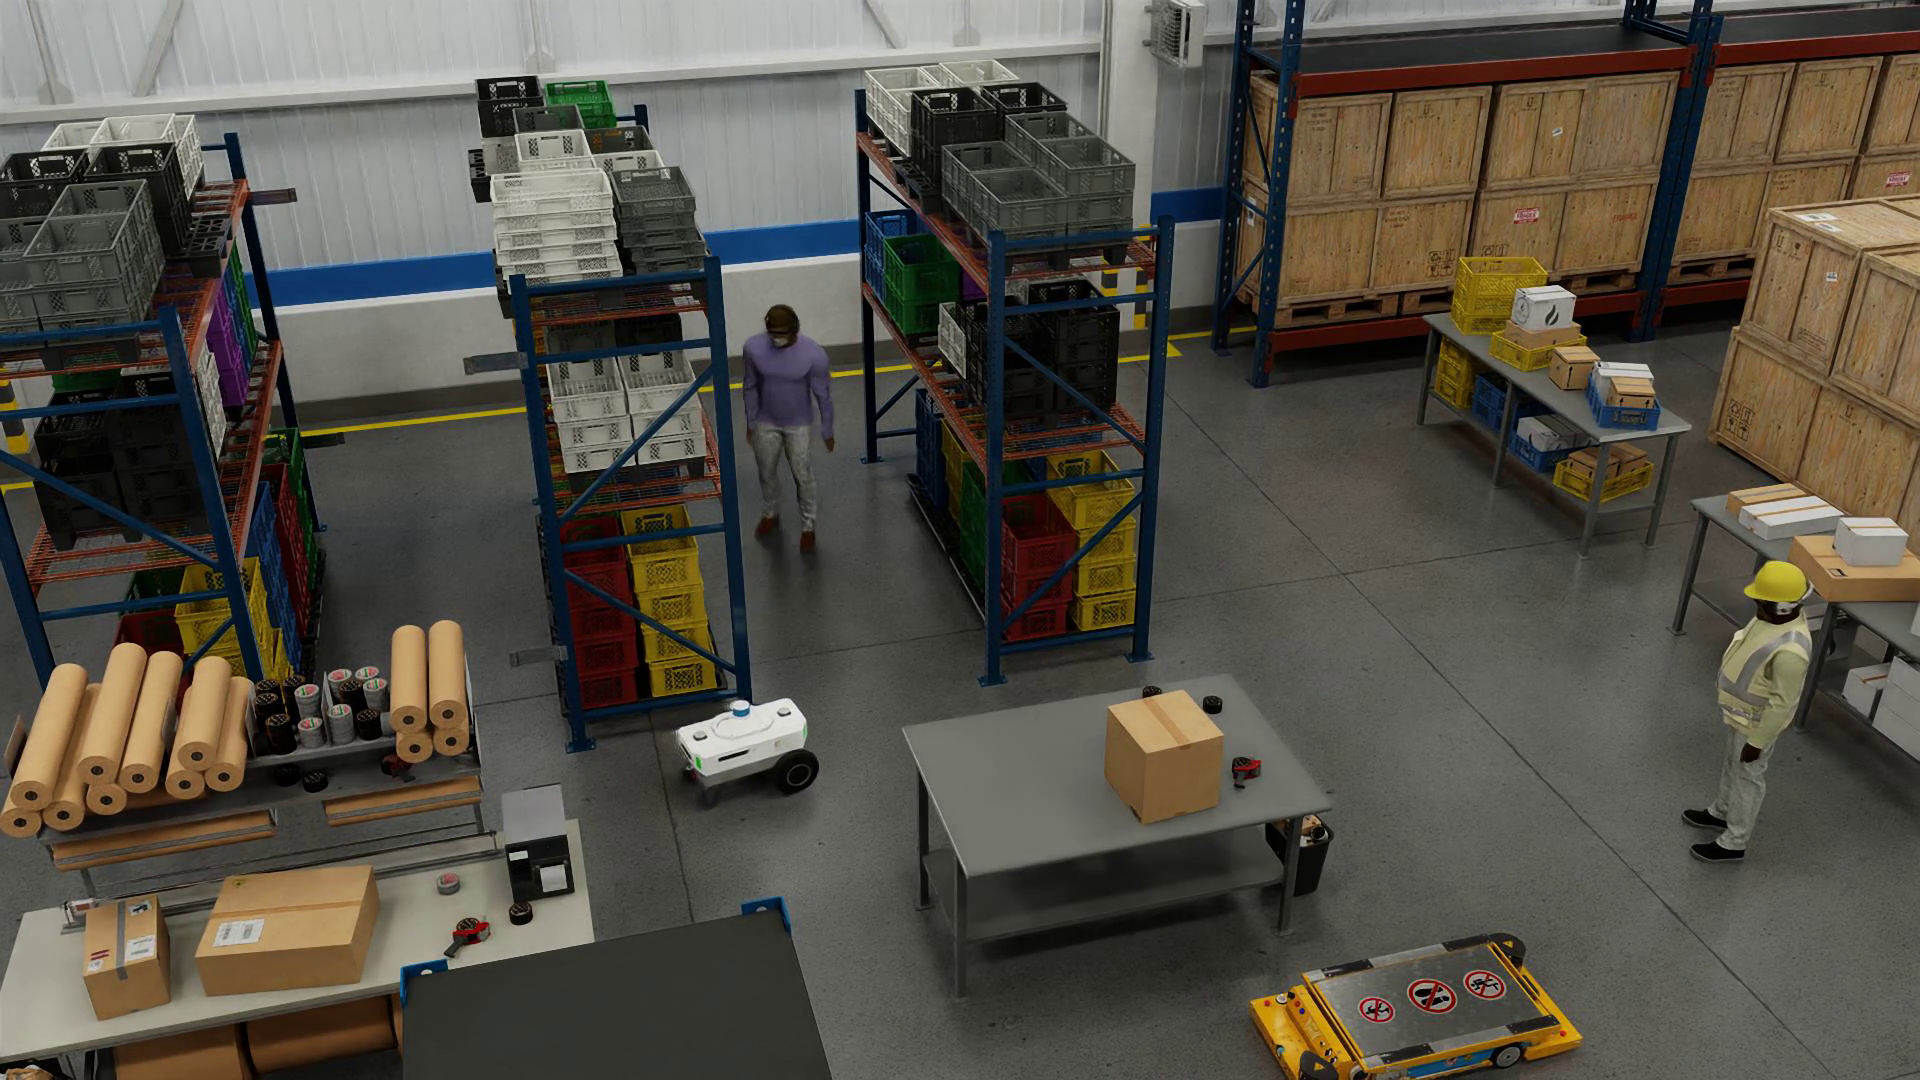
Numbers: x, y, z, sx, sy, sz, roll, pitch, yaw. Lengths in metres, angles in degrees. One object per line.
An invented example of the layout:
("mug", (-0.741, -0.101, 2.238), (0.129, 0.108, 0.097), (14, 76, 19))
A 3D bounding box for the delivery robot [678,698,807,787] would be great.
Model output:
("delivery robot", (-1.258, 1.155, 9.645), (0.707, 0.478, 0.477), (-14, 32, -24))

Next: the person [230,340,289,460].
("person", (-5.524, -1.338, 12.940), (0.585, 1.854, 0.820), (18, 34, 29))

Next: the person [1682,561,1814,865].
("person", (4.221, 0.913, 8.873), (0.403, 1.823, 0.586), (8, 30, 14))

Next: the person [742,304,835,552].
("person", (-1.230, -0.843, 11.971), (0.704, 1.915, 0.499), (6, 29, 10))

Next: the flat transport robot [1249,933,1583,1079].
("flat transport robot", (2.184, 2.282, 7.980), (1.431, 0.197, 0.652), (-8, 30, -14))
